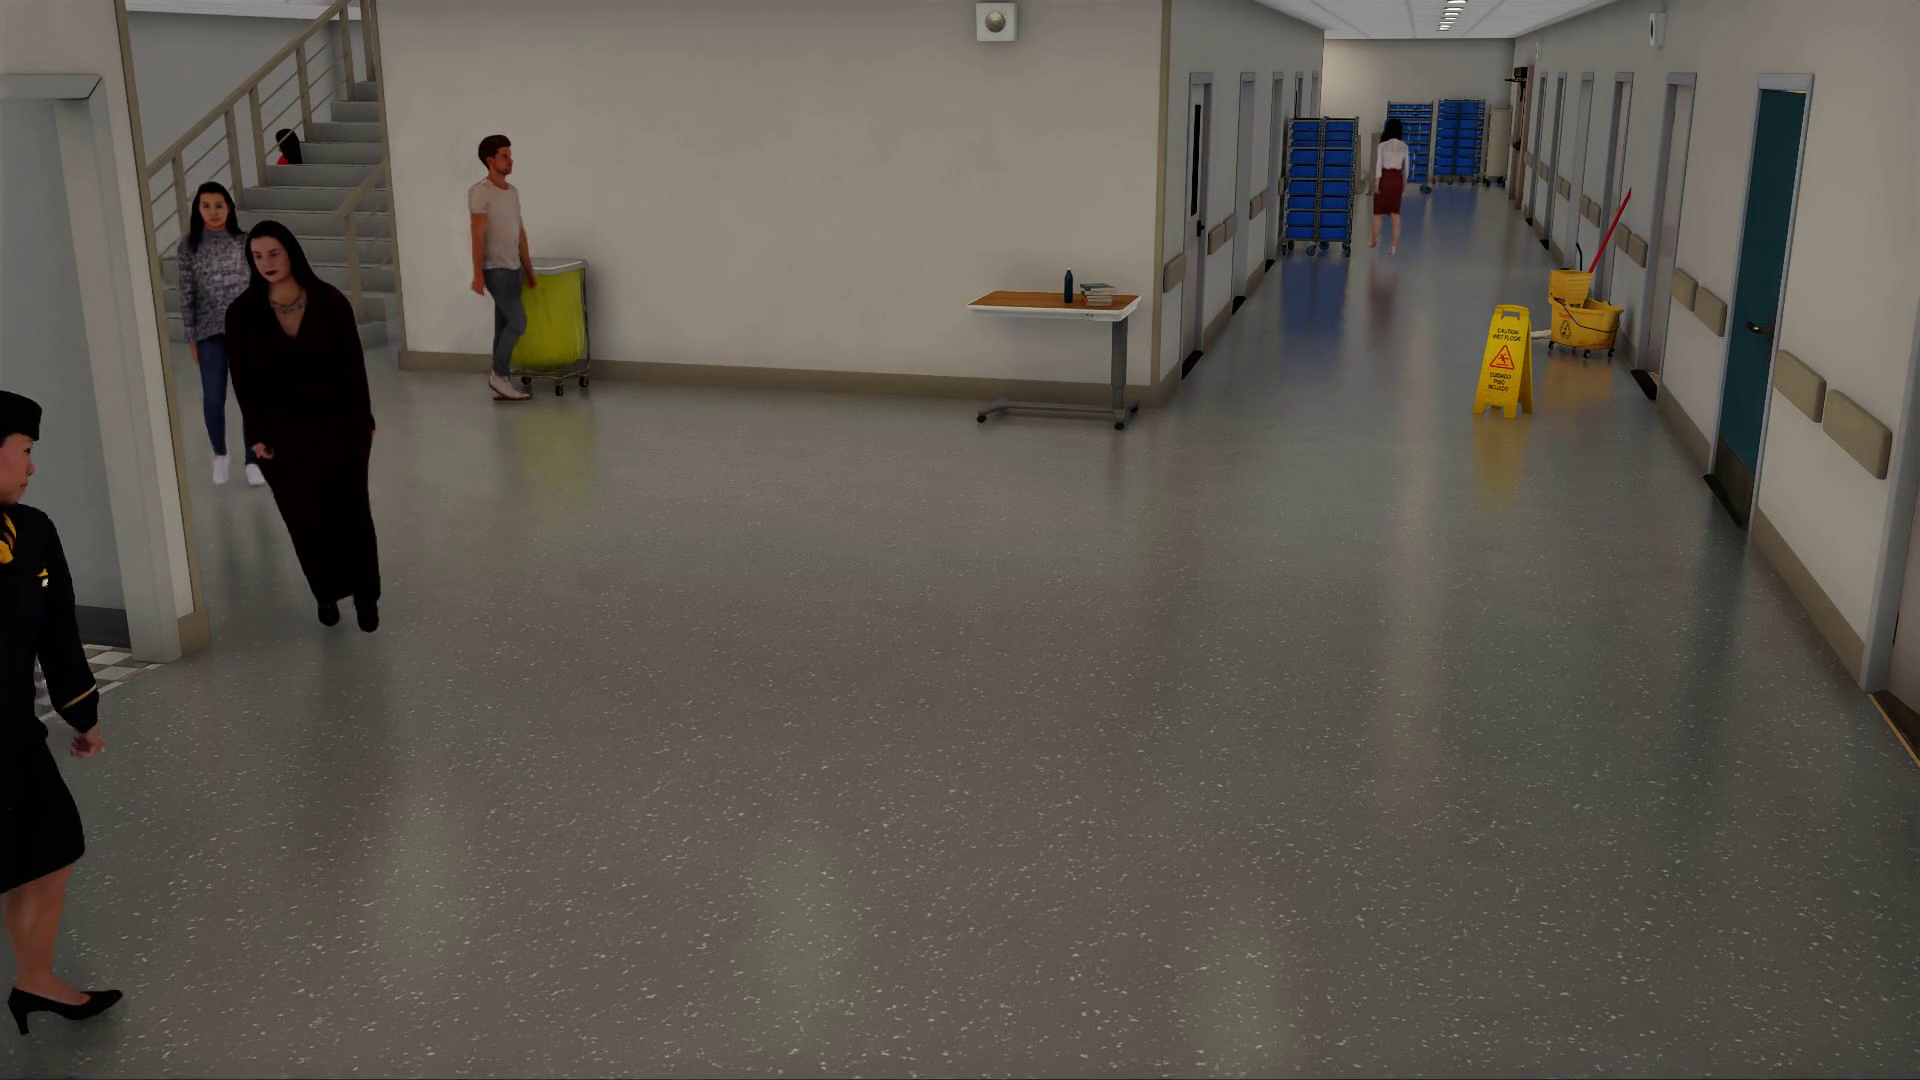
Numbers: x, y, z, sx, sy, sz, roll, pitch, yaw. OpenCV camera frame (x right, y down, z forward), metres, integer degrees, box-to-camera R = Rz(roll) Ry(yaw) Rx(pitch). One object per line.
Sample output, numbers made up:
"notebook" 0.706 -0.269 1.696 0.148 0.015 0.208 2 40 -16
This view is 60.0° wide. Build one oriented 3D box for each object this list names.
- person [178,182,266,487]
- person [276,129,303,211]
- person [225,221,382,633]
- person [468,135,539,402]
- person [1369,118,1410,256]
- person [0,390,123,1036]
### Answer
"person" -4.170 -1.167 9.502 0.727 1.720 0.785 -9 18 -28
"person" -6.912 -3.384 17.313 0.692 1.749 0.571 2 16 8
"person" -2.742 -0.466 6.993 0.883 1.731 0.949 -6 17 -19
"person" -3.343 -1.914 11.844 0.736 1.887 0.531 4 16 15
"person" 5.485 -4.425 21.117 0.890 1.689 1.200 -1 16 -5
"person" -2.298 0.490 3.748 0.867 1.652 0.669 15 22 43
